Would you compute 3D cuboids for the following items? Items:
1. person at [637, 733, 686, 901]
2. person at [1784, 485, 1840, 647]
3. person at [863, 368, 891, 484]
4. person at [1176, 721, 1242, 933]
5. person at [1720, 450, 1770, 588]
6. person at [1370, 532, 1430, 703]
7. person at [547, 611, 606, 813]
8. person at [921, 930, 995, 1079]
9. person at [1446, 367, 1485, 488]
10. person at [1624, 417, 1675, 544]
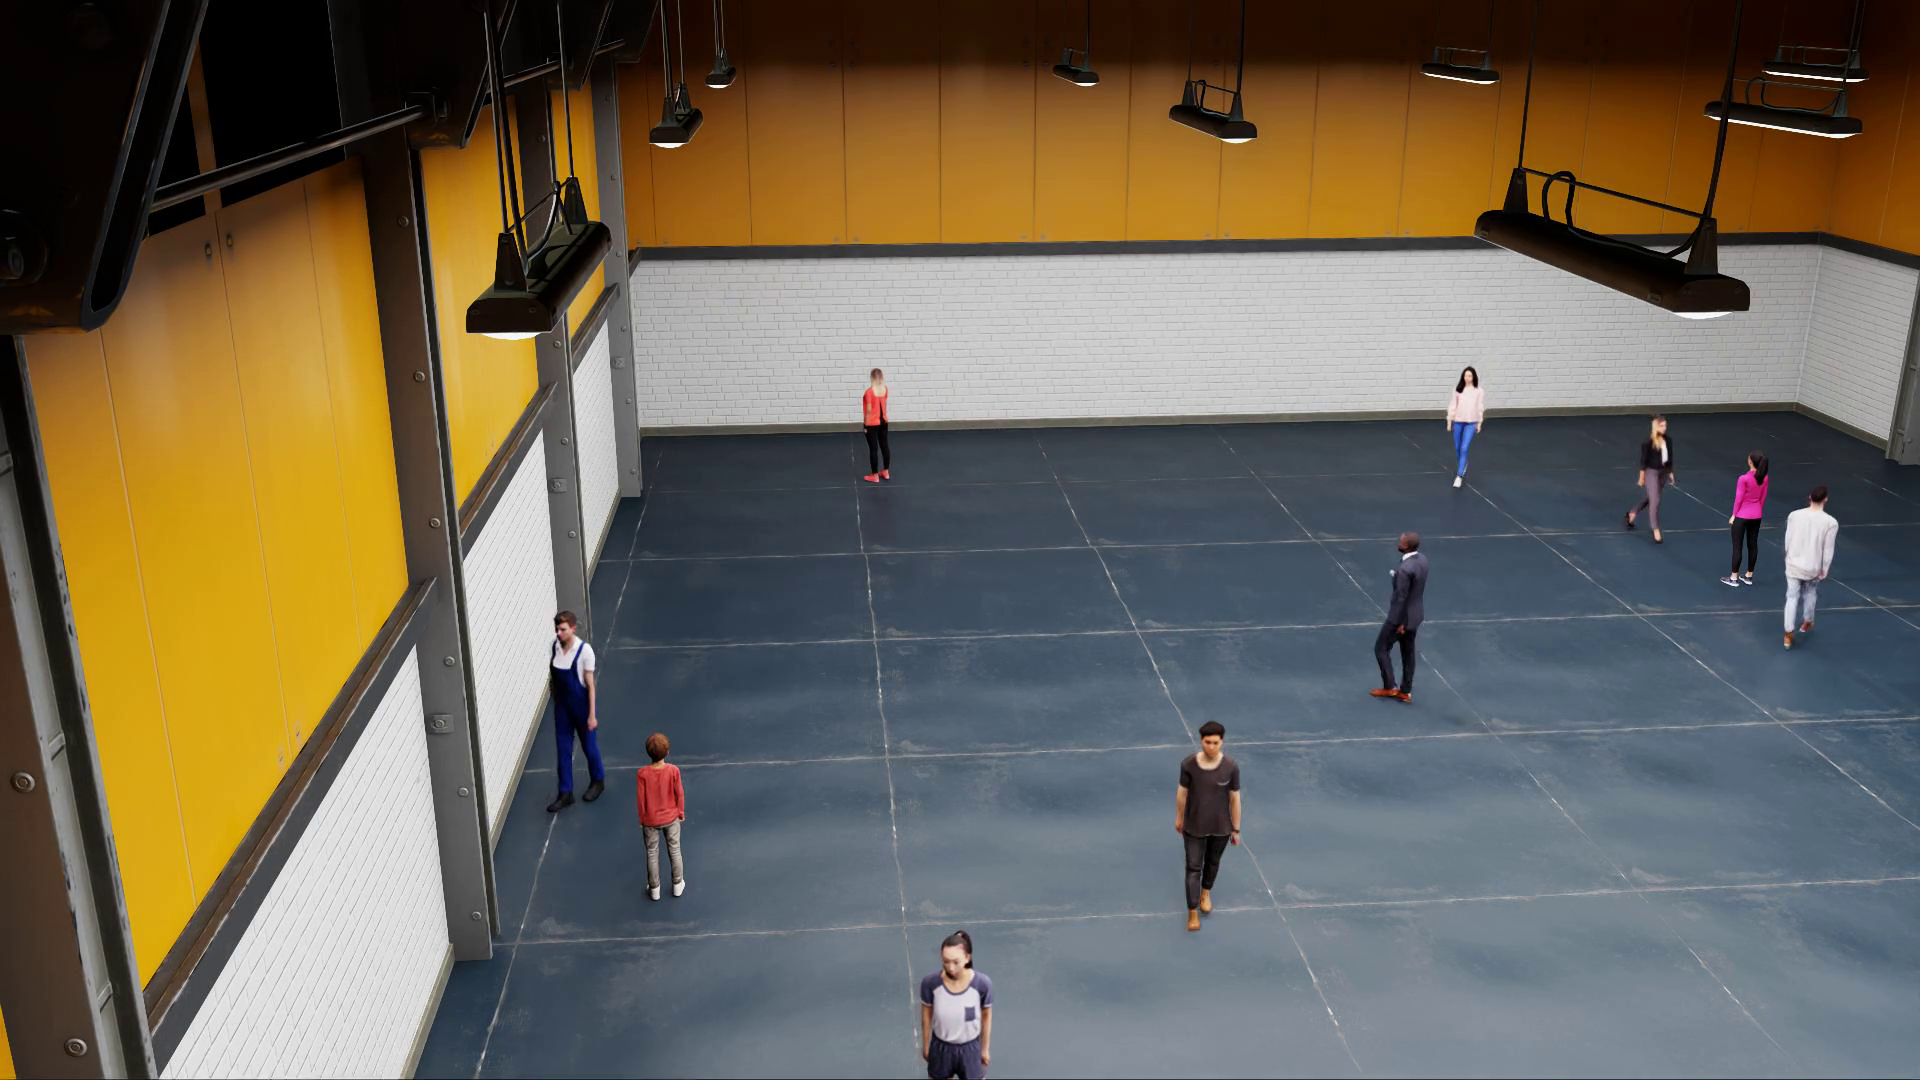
[{"bbox_3d":[-2.402,2.207,13.337,0.553,1.416,0.519,-5,19,-14],"label":"person"},{"bbox_3d":[9.312,0.304,18.378,1.046,1.805,1.134,13,22,33],"label":"person"},{"bbox_3d":[-1.223,-1.706,24.523,0.727,1.693,0.676,17,25,40],"label":"person"},{"bbox_3d":[1.934,2.170,13.027,0.751,1.685,1.032,2,19,5],"label":"person"},{"bbox_3d":[9.607,-0.275,20.266,0.617,1.699,0.615,-5,19,-14],"label":"person"},{"bbox_3d":[4.584,0.810,16.874,0.876,1.807,0.828,17,25,41],"label":"person"},{"bbox_3d":[-3.407,1.472,14.846,0.835,1.846,0.957,7,20,19],"label":"person"},{"bbox_3d":[-0.026,3.143,10.192,0.629,1.649,0.570,2,19,5],"label":"person"},{"bbox_3d":[7.419,-1.684,24.395,1.079,1.734,1.263,10,21,27],"label":"person"},{"bbox_3d":[9.131,-0.829,22.007,0.802,1.637,1.096,-7,20,-20],"label":"person"}]
